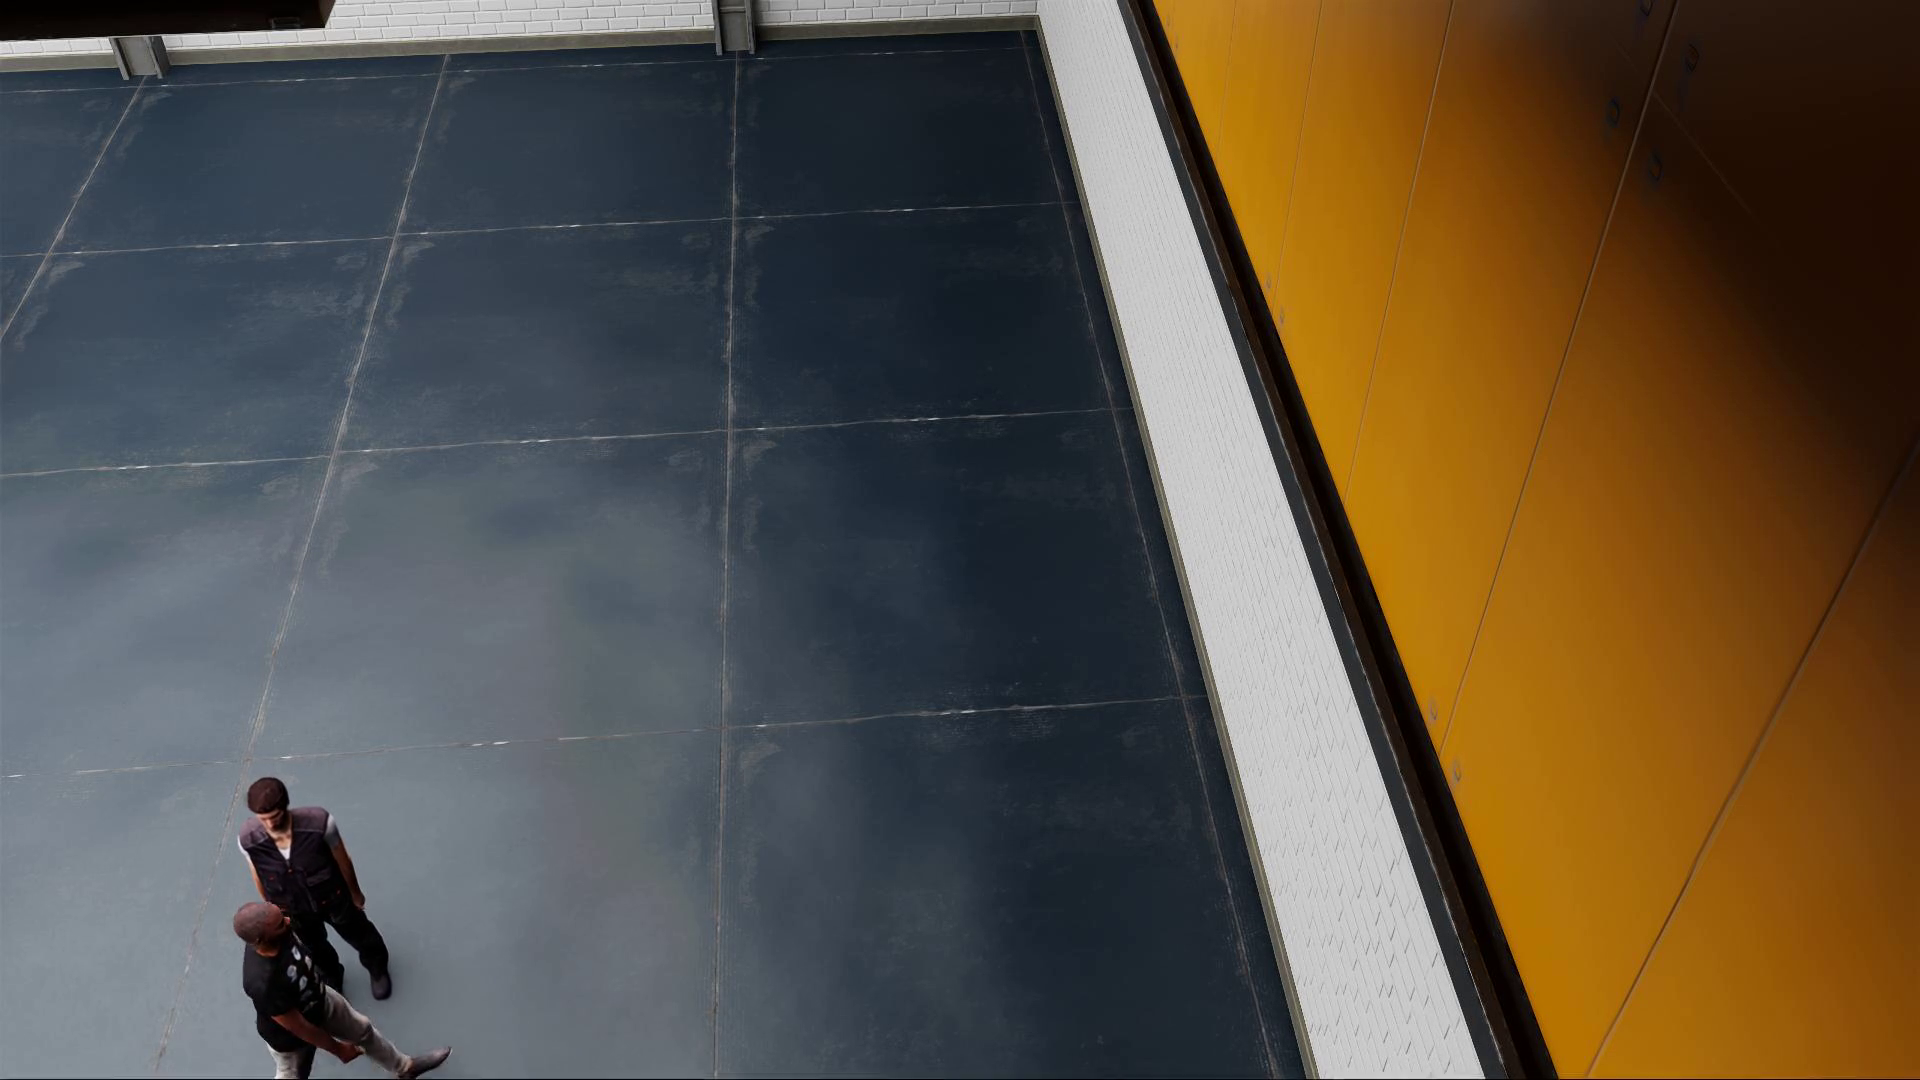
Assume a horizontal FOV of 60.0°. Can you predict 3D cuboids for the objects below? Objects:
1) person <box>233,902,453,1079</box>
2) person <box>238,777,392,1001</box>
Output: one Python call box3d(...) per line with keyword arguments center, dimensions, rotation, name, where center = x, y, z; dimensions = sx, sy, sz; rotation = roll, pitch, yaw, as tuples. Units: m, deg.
box3d(center=(-3.333, 2.396, 8.198), dimensions=(1.147, 1.753, 0.669), rotation=(-5, 44, -6), name="person")
box3d(center=(-3.393, 1.838, 8.715), dimensions=(0.569, 1.846, 0.734), rotation=(-10, 44, -10), name="person")
